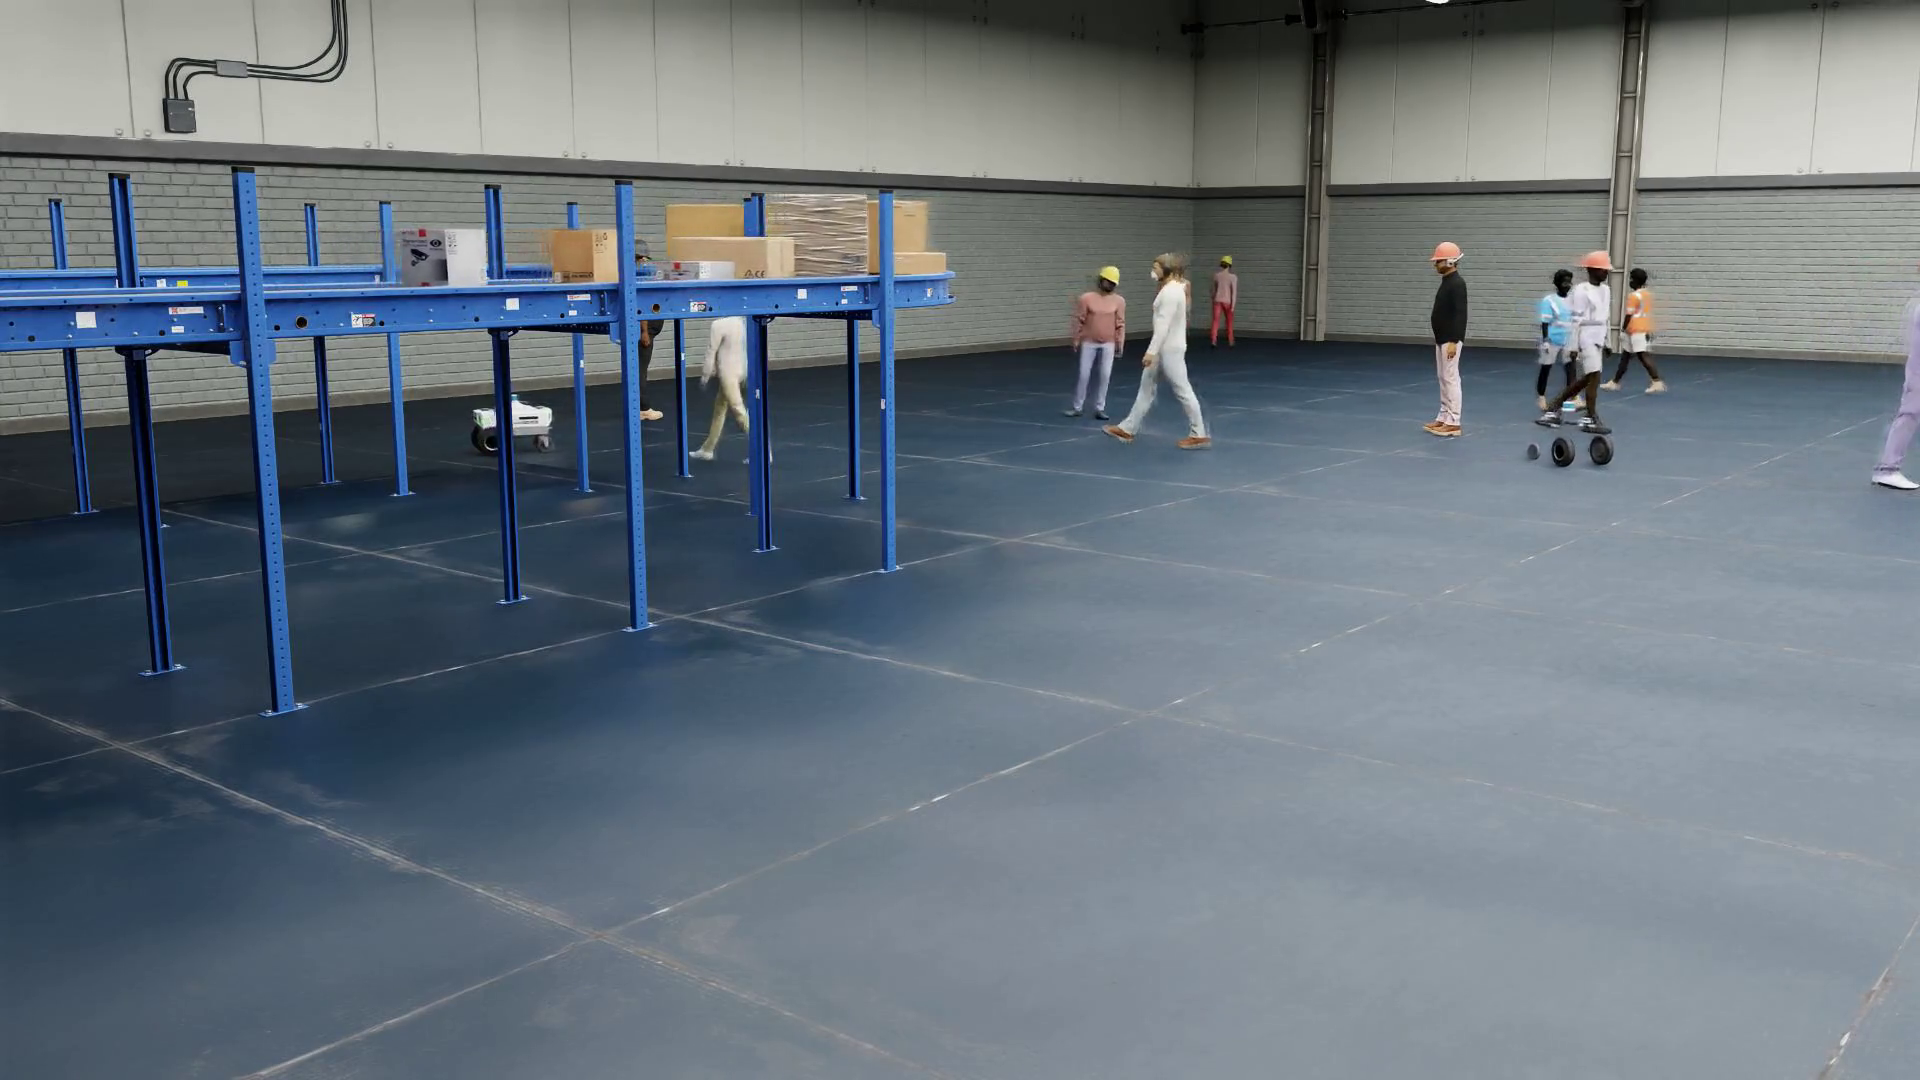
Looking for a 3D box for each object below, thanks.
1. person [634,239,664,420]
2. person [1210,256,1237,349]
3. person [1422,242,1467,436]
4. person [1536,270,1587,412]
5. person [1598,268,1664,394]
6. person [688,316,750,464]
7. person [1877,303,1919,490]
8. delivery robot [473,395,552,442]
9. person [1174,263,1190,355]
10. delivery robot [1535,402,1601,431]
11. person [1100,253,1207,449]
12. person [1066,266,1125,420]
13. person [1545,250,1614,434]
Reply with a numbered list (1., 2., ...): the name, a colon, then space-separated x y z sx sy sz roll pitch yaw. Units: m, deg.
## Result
1. person: -3.643 -2.390 18.960 0.536 2.000 0.677 -6 12 -29
2. person: 4.942 -4.466 31.225 0.526 1.725 0.885 5 11 26
3. person: 5.068 -2.097 17.349 0.401 1.989 0.623 0 10 3
4. person: 7.046 -2.311 19.432 0.553 1.653 0.835 -3 11 -15
5. person: 8.952 -2.758 21.970 0.902 1.649 0.544 9 13 40
6. person: -2.103 -1.485 15.083 0.856 1.590 0.517 4 11 19
7. person: 7.932 -1.311 13.357 0.933 1.862 0.653 8 13 39
8. delivery robot: -4.288 -1.152 15.958 0.707 0.478 0.477 -4 11 -23
9. person: 3.596 -3.805 27.789 0.513 1.642 0.311 6 12 30
10. delivery robot: 5.564 -1.148 15.215 0.335 0.223 0.698 -3 11 -18
11. person: 1.933 -1.828 16.154 1.052 1.876 0.639 0 10 1
12. person: 1.559 -2.212 18.726 0.596 1.722 0.448 0 10 -1
13. person: 6.634 -2.117 17.707 0.552 1.914 0.807 -9 13 -40
